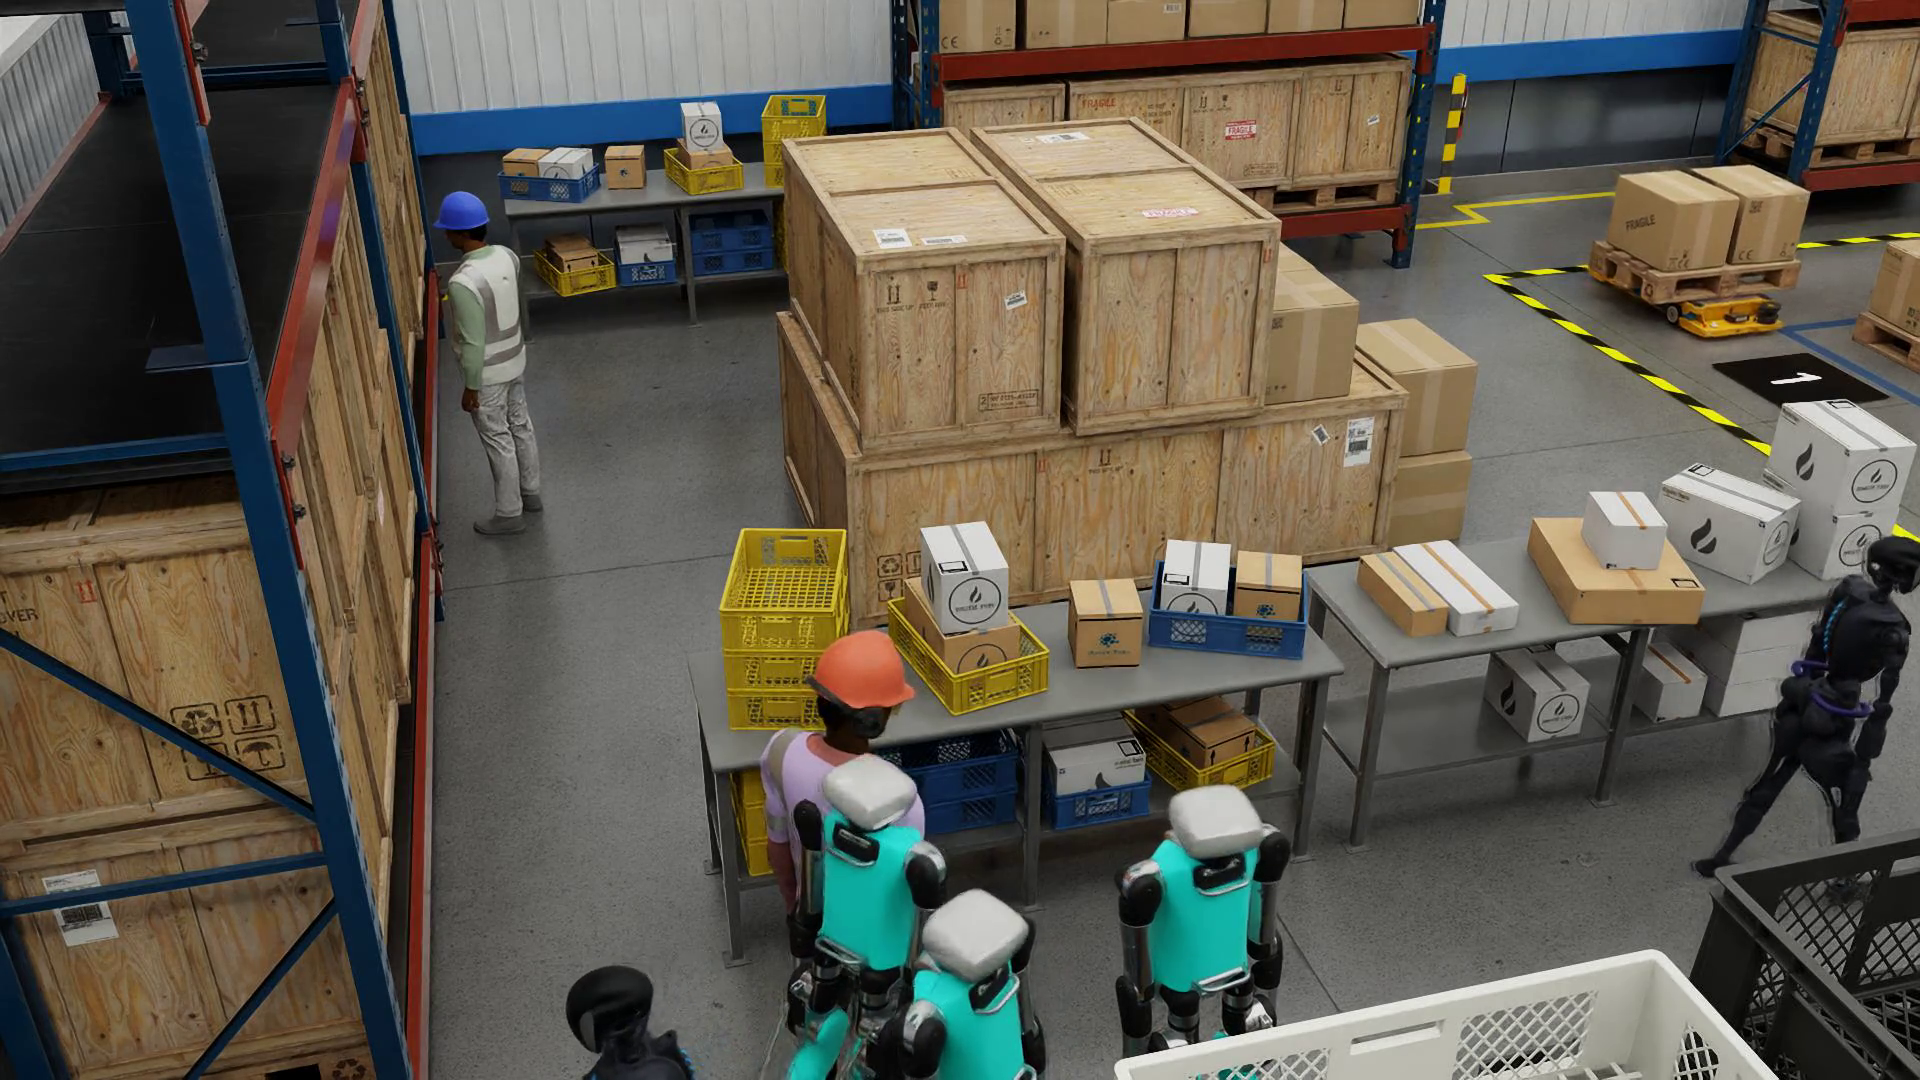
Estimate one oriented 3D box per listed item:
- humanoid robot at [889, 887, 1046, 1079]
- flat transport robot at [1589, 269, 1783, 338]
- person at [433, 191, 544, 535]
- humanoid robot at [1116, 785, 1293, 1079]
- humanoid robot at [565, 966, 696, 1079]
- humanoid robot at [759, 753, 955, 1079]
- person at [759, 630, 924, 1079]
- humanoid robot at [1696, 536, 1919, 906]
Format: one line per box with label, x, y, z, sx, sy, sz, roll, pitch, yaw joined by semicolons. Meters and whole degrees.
humanoid robot;0.232;1.774;4.428;0.762;1.839;0.539;18;34;29
flat transport robot;5.445;-1.887;12.512;0.652;0.197;1.431;-7;30;-13
person;-2.574;-0.956;9.113;0.393;1.944;0.613;5;29;9
humanoid robot;0.777;1.539;4.712;0.531;1.715;0.707;-13;31;-22
humanoid robot;-0.792;1.800;4.400;0.546;1.639;0.611;-10;30;-17
humanoid robot;-0.396;1.502;4.838;0.539;1.740;0.767;20;35;32
person;-0.306;1.181;5.149;0.604;2.032;0.397;21;35;34
humanoid robot;3.396;0.692;6.432;0.735;1.629;0.593;1;29;1
